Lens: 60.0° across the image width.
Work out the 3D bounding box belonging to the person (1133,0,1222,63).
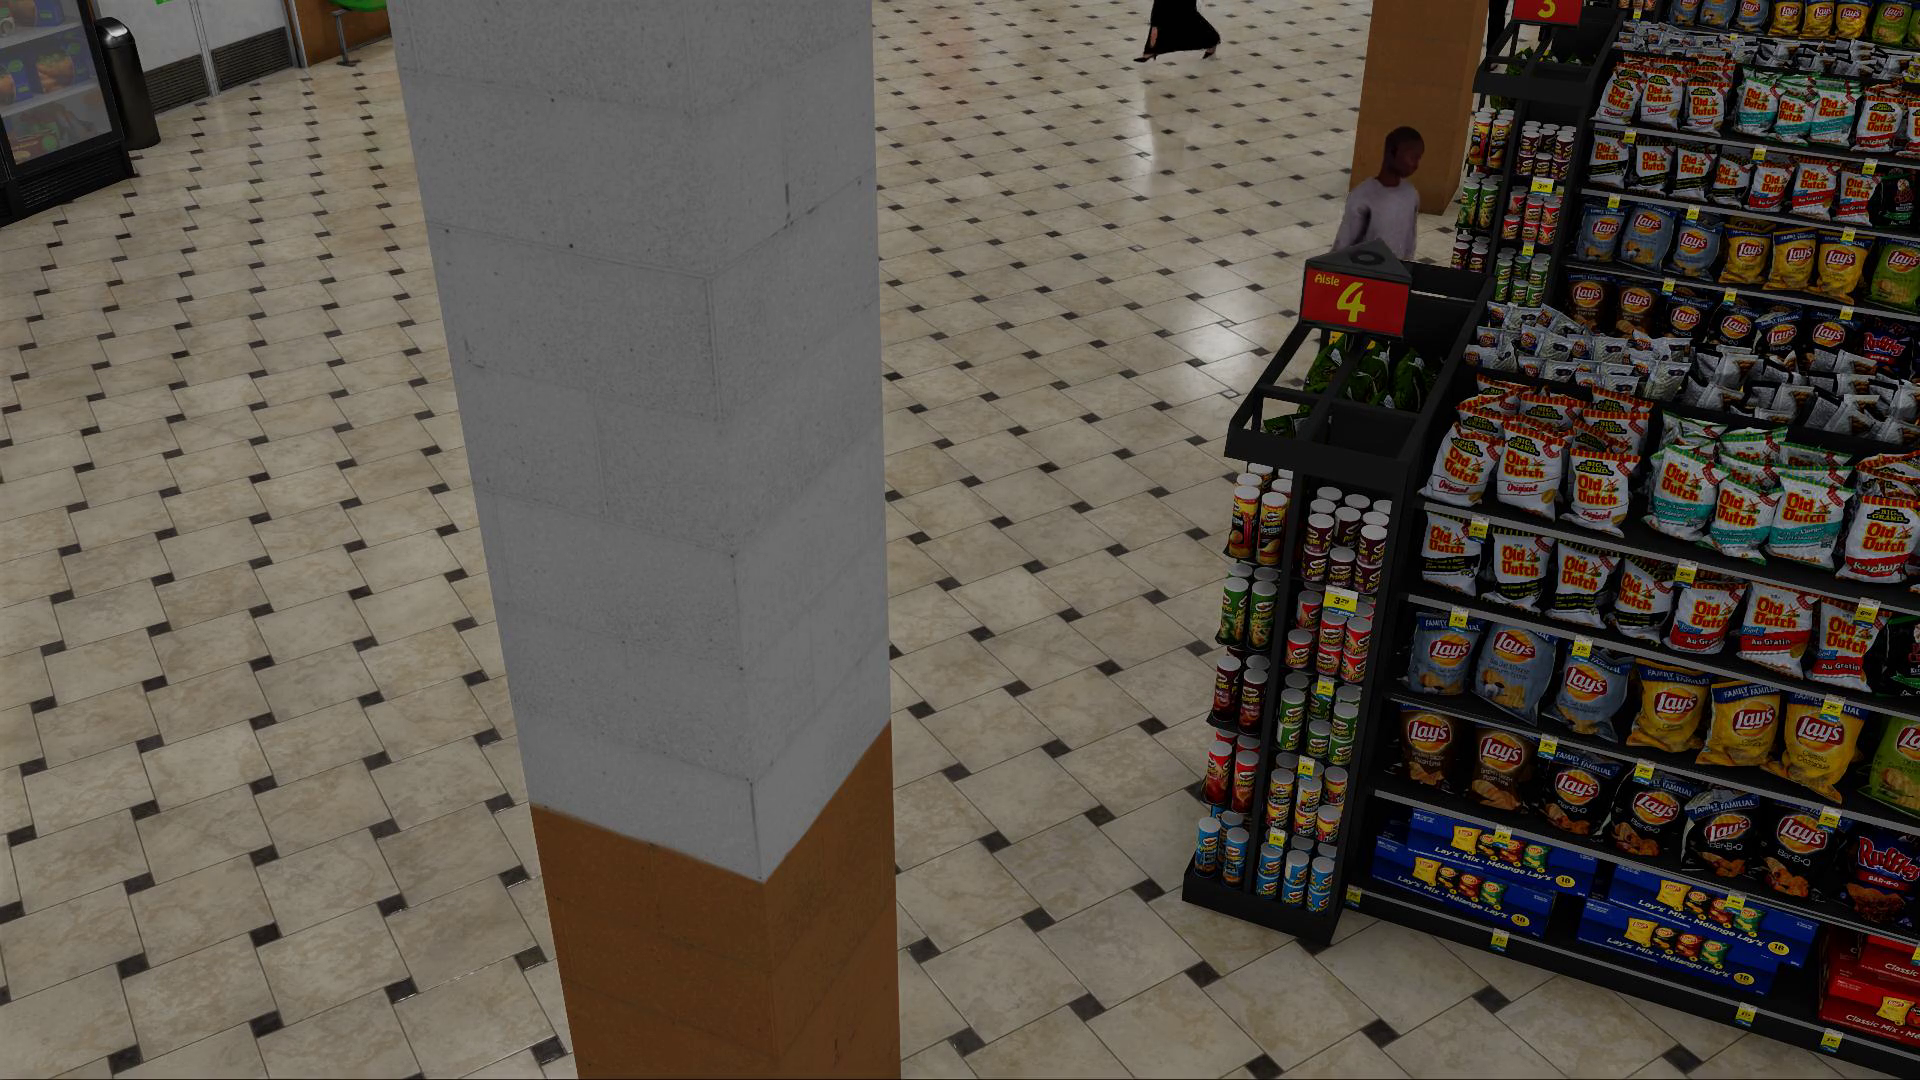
[{"bbox_3d":[2.038,-5.048,14.924,1.102,1.568,0.980,-8,33,-12],"label":"person"}]

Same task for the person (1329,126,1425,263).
[{"bbox_3d":[2.087,-1.335,8.786,0.792,1.748,0.820,-14,35,-21],"label":"person"}]
